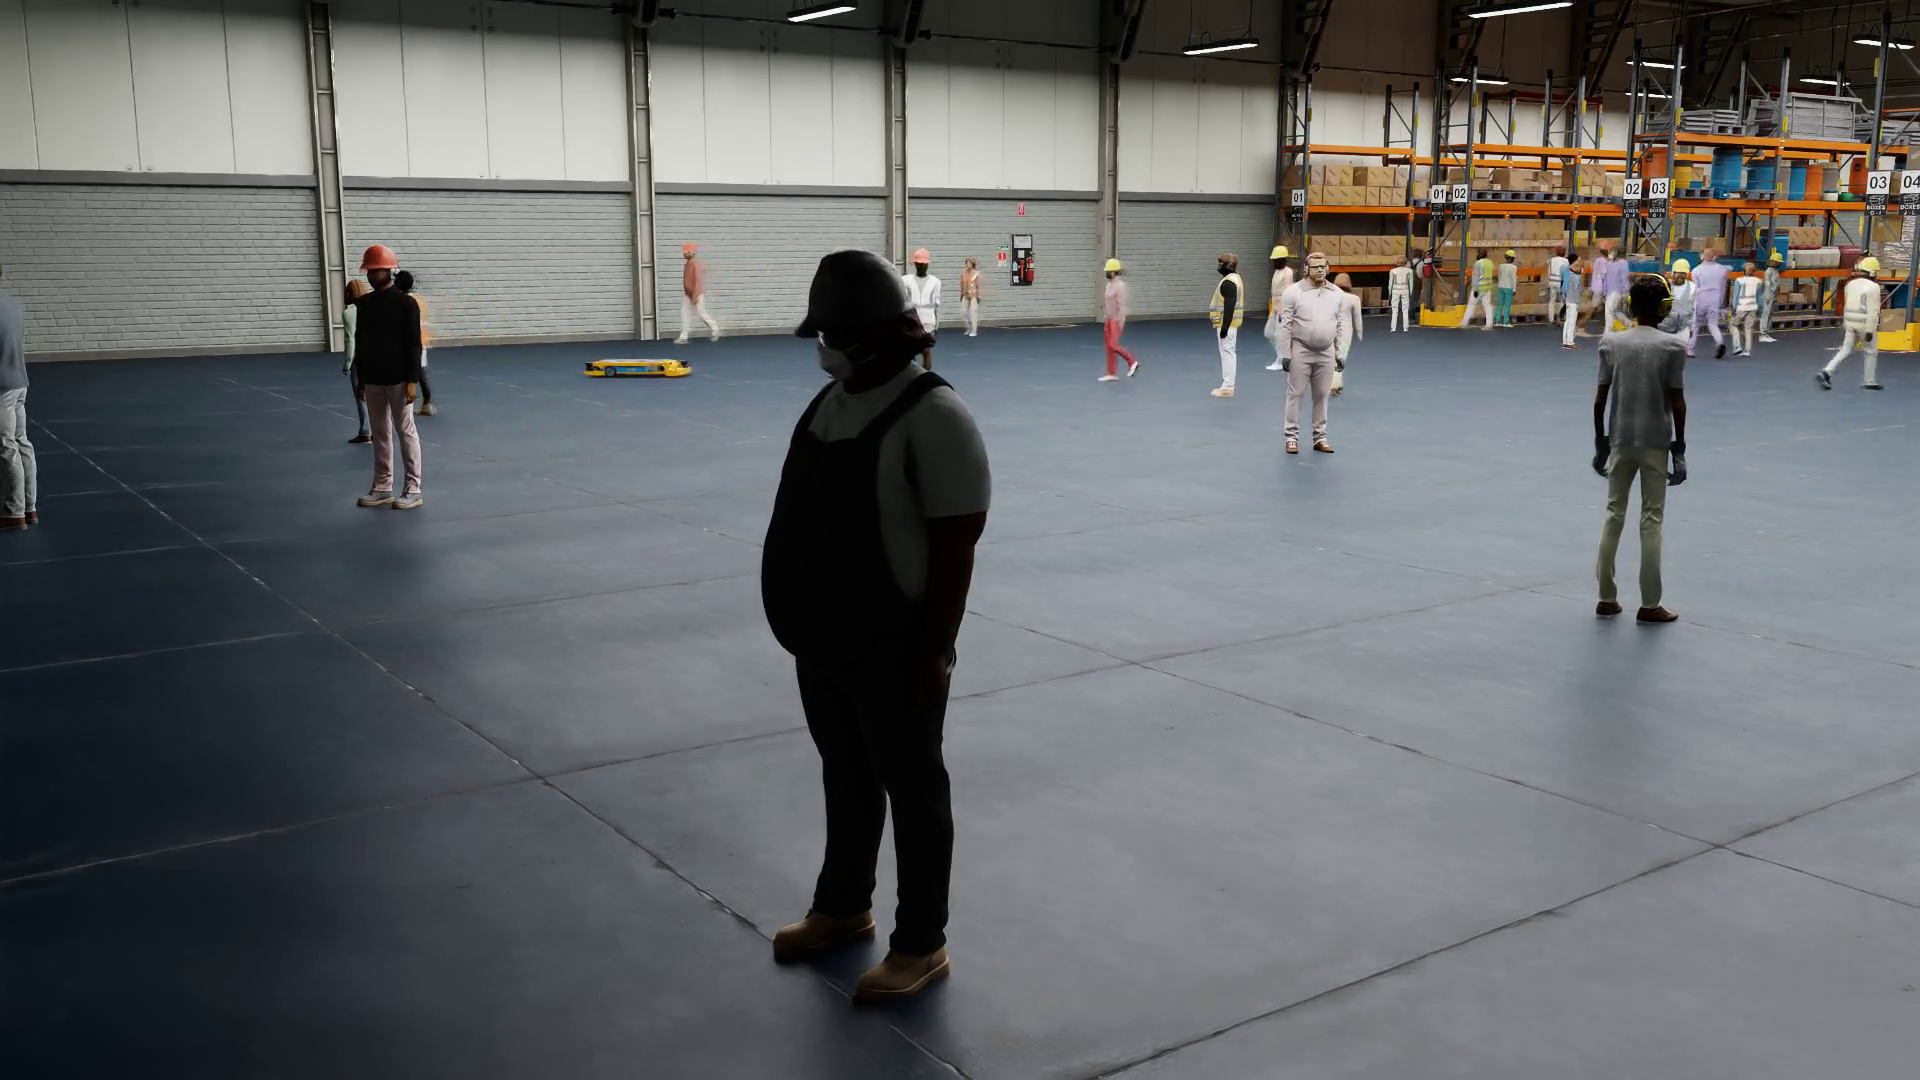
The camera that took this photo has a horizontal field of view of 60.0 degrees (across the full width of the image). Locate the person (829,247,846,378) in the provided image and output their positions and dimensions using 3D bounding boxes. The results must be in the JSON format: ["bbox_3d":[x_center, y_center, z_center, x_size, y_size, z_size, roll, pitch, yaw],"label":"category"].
[{"bbox_3d":[-1.719,-3.313,24.304,0.403,1.904,0.637,5,12,27],"label":"person"}]

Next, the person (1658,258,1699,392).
[{"bbox_3d":[9.578,-2.900,22.413,0.608,1.785,0.790,2,11,11],"label":"person"}]

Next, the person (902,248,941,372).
[{"bbox_3d":[-0.531,-2.905,22.045,0.558,1.916,0.778,-1,10,-3],"label":"person"}]

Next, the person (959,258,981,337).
[{"bbox_3d":[0.210,-5.012,34.360,0.547,1.621,0.379,8,13,37],"label":"person"}]

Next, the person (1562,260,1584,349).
[{"bbox_3d":[11.326,-4.342,30.677,0.289,1.633,0.499,0,10,2],"label":"person"}]

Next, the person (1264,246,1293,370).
[{"bbox_3d":[4.925,-3.569,25.648,0.402,1.914,0.622,-1,10,-7],"label":"person"}]

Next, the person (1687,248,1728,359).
[{"bbox_3d":[12.630,-3.985,28.070,0.659,1.873,0.764,0,10,-3],"label":"person"}]

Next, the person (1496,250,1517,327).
[{"bbox_3d":[12.479,-5.724,37.917,0.341,1.756,0.518,-6,12,-30],"label":"person"}]

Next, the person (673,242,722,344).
[{"bbox_3d":[-5.104,-4.791,32.288,0.964,1.960,0.613,-7,13,-35],"label":"person"}]

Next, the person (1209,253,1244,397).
[{"bbox_3d":[3.434,-2.769,21.481,0.429,1.842,0.635,3,11,14],"label":"person"}]

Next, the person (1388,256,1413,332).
[{"bbox_3d":[9.513,-5.300,35.923,0.523,1.636,0.311,2,10,9],"label":"person"}]

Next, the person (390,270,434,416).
[{"bbox_3d":[-6.370,-2.249,19.097,0.593,1.679,0.546,1,10,8],"label":"person"}]

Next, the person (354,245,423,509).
[{"bbox_3d":[-4.361,-1.237,12.663,0.612,1.996,0.376,5,11,24],"label":"person"}]

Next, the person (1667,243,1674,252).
[{"bbox_3d":[16.984,-6.195,40.088,0.902,1.900,0.574,-9,13,-39],"label":"person"}]

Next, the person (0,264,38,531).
[{"bbox_3d":[-6.756,-1.029,11.678,0.372,1.940,0.630,-2,10,-10],"label":"person"}]

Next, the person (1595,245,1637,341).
[{"bbox_3d":[13.080,-4.898,33.003,0.868,1.906,0.618,-1,10,-7],"label":"person"}]

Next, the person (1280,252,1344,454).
[{"bbox_3d":[3.365,-1.773,15.845,0.638,1.910,0.407,-2,11,-10],"label":"person"}]

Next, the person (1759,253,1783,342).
[{"bbox_3d":[15.968,-4.765,32.716,0.305,1.738,0.484,9,14,40],"label":"person"}]

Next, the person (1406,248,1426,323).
[{"bbox_3d":[10.728,-5.999,39.305,0.531,1.810,0.861,9,14,41],"label":"person"}]

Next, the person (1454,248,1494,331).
[{"bbox_3d":[11.424,-5.522,36.692,0.659,1.792,0.952,-7,12,-33],"label":"person"}]

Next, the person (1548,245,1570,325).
[{"bbox_3d":[13.986,-5.933,38.782,0.669,1.862,0.580,-8,13,-38],"label":"person"}]

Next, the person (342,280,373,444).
[{"bbox_3d":[-5.979,-1.779,16.628,0.271,1.632,0.509,4,11,20],"label":"person"}]

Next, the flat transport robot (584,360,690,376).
[{"bbox_3d":[-4.786,-2.560,24.644,1.431,0.197,0.652,1,10,3],"label":"flat transport robot"}]

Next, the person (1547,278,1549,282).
[{"bbox_3d":[16.086,-7.006,44.916,0.321,1.769,0.523,-7,12,-33],"label":"person"}]

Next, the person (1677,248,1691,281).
[{"bbox_3d":[16.204,-5.682,37.552,0.848,1.813,0.627,-8,13,-37],"label":"person"}]

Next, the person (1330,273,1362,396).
[{"bbox_3d":[4.972,-2.688,21.727,0.516,1.591,0.856,5,12,26],"label":"person"}]

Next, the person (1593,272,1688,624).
[{"bbox_3d":[3.635,-0.486,8.888,0.327,1.874,0.517,-10,14,-43],"label":"person"}]

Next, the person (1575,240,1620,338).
[{"bbox_3d":[13.043,-5.067,33.712,1.062,1.975,0.620,2,10,9],"label":"person"}]

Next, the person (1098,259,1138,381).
[{"bbox_3d":[2.246,-3.137,23.770,0.466,1.753,0.525,-4,11,-19],"label":"person"}]

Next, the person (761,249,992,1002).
[{"bbox_3d":[-0.275,0.224,4.531,0.535,2.000,0.674,-8,13,-38],"label":"person"}]

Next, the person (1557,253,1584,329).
[{"bbox_3d":[13.708,-5.573,37.273,0.378,1.697,0.542,-6,12,-31],"label":"person"}]

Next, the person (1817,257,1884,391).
[{"bbox_3d":[11.960,-2.874,22.192,0.855,1.803,0.599,-2,11,-12],"label":"person"}]

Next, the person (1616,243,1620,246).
[{"bbox_3d":[19.134,-7.689,48.339,0.337,1.882,0.585,0,10,-1],"label":"person"}]

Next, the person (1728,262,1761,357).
[{"bbox_3d":[13.505,-3.967,28.643,0.538,1.622,0.438,-2,10,-9],"label":"person"}]
